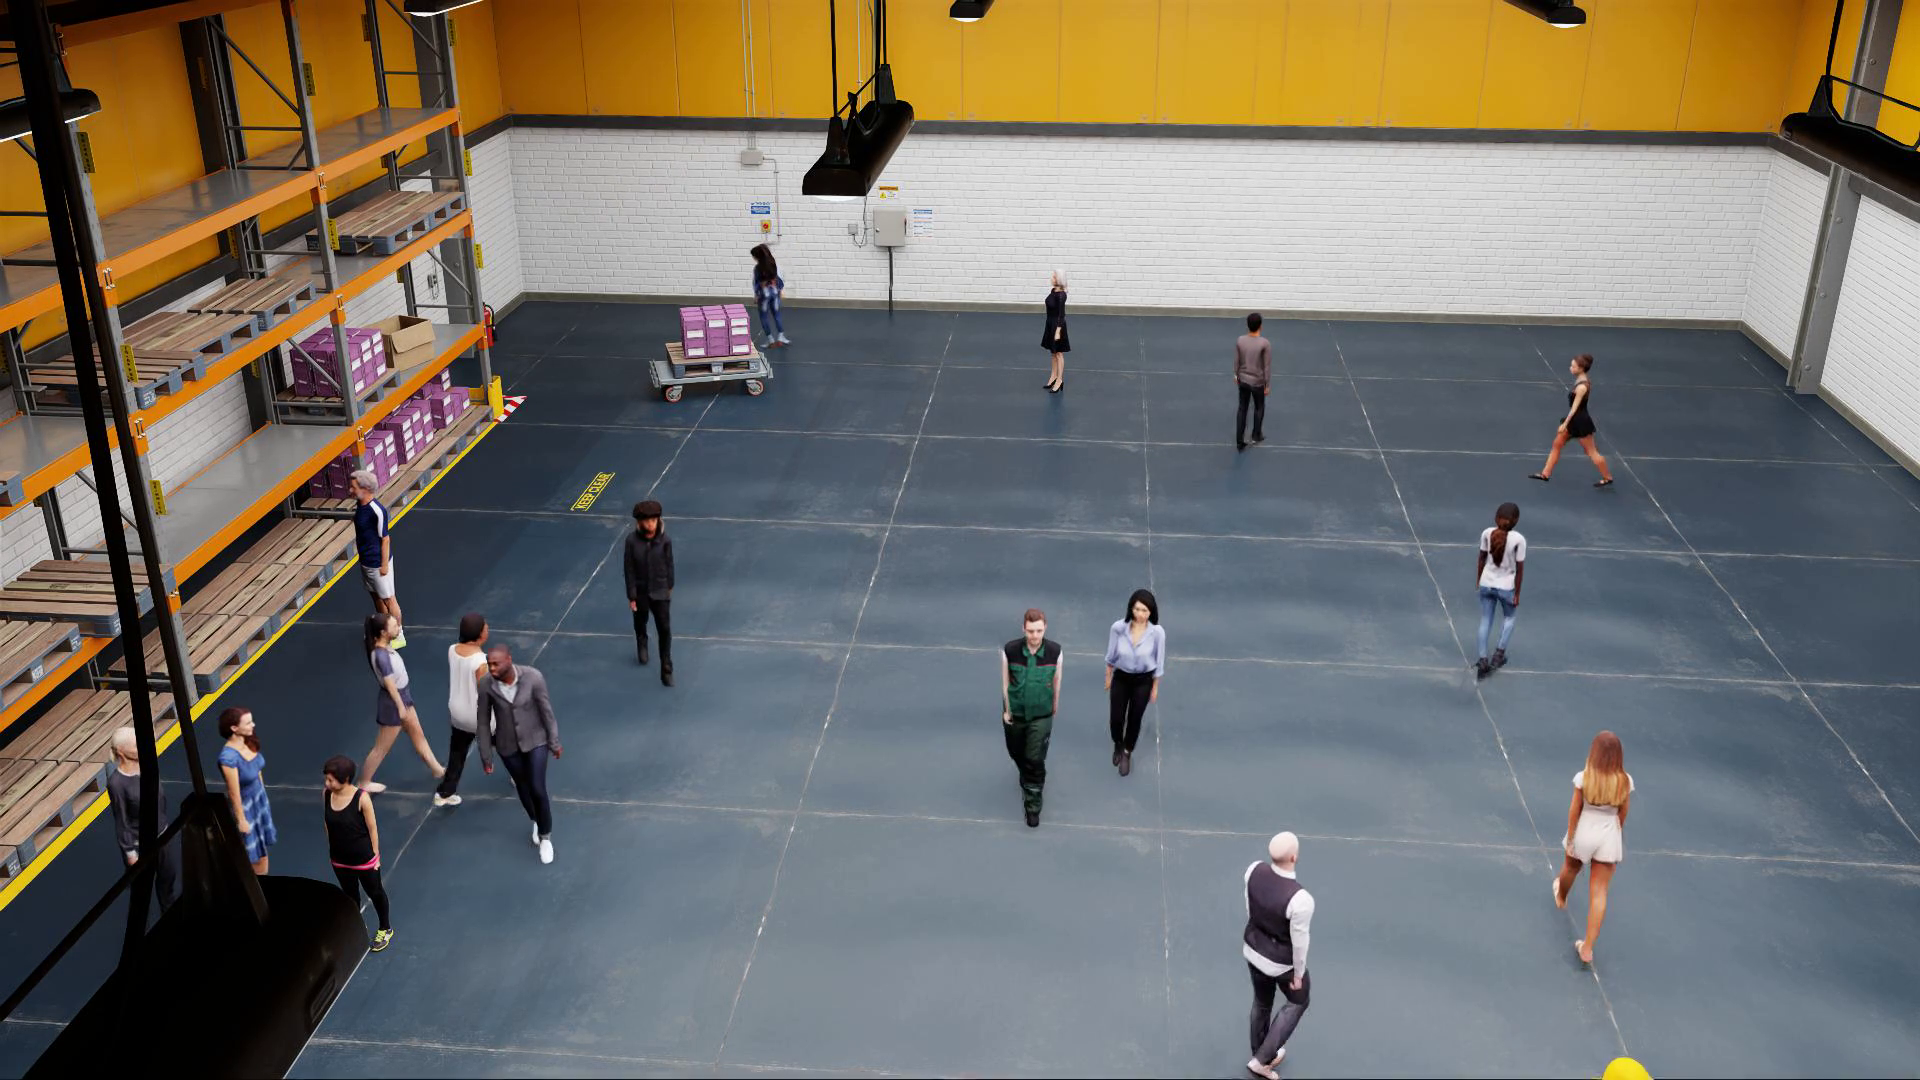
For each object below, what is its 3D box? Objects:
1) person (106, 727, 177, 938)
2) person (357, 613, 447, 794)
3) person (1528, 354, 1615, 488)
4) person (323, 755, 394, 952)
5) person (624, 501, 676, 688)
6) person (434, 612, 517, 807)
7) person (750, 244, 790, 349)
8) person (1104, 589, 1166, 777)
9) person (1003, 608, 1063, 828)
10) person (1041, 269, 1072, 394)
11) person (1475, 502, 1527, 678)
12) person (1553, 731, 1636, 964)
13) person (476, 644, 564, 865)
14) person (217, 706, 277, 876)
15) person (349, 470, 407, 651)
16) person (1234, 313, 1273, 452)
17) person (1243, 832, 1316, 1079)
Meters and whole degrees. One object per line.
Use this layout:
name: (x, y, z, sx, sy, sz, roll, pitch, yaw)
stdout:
person: (-5.776, 2.082, 11.758, 0.695, 1.724, 0.483, 4, 24, 9)
person: (-4.704, 1.370, 13.539, 0.904, 1.603, 1.078, -6, 24, -12)
person: (7.431, -1.354, 19.739, 0.793, 1.628, 1.169, 7, 25, 15)
person: (-4.274, 2.183, 11.745, 0.582, 1.550, 0.556, 7, 24, 15)
person: (-2.916, 0.437, 15.482, 0.902, 1.756, 1.204, -7, 24, -15)
person: (-3.949, 1.413, 13.390, 1.068, 1.644, 1.262, 17, 29, 34)
person: (-2.851, -3.699, 25.121, 0.755, 1.613, 0.841, -15, 28, -31)
person: (1.461, 1.158, 13.868, 0.663, 1.727, 0.648, 6, 24, 12)
person: (0.547, 1.338, 13.353, 0.610, 1.810, 1.071, 2, 24, 5)
person: (1.333, -2.930, 23.194, 0.739, 1.748, 0.627, -7, 25, -17)
person: (4.963, 0.483, 15.434, 0.773, 1.711, 0.838, 16, 28, 32)
person: (4.460, 2.170, 11.652, 0.679, 1.649, 1.152, 5, 24, 12)
person: (-3.381, 1.555, 12.891, 0.842, 1.784, 0.901, -3, 24, -7)
person: (-5.075, 1.990, 11.872, 0.767, 1.801, 0.565, -1, 24, -2)
person: (-5.612, 0.180, 15.967, 0.766, 1.839, 0.720, -21, 31, -39)
person: (3.633, -1.964, 20.984, 0.880, 1.748, 0.978, 9, 25, 20)
person: (1.906, 2.639, 10.372, 0.920, 1.814, 0.862, -19, 30, -37)
